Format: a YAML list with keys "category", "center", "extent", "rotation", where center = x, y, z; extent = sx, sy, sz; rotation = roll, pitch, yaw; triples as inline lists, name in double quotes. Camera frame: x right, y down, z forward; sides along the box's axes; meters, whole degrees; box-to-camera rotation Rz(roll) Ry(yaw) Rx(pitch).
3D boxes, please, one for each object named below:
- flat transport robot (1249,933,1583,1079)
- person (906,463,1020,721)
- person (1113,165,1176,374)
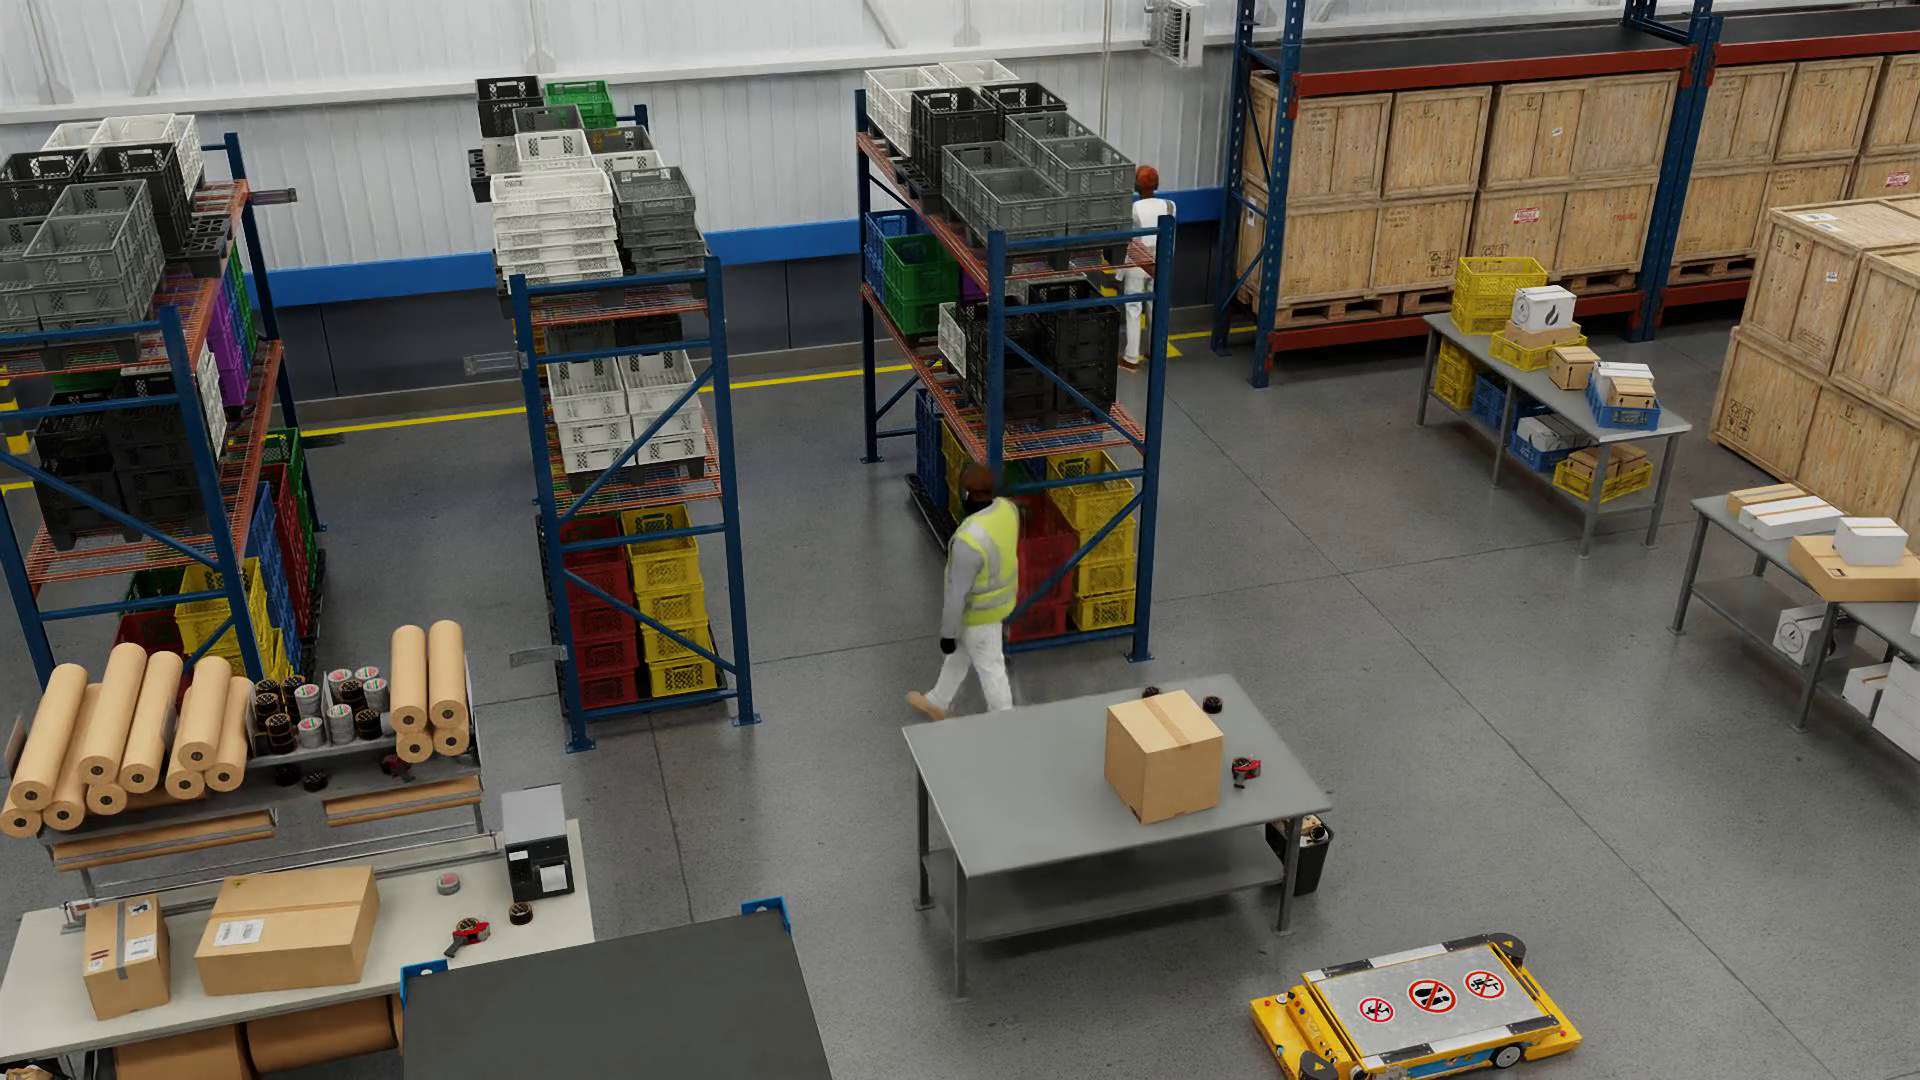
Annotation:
- category: "flat transport robot"
  center: [2.184, 2.282, 7.980]
  extent: [1.431, 0.197, 0.652]
  rotation: [-8, 30, -14]
- category: "person"
  center: [-0.007, 0.385, 9.866]
  extent: [0.886, 1.782, 0.684]
  rotation: [12, 31, 21]
- category: "person"
  center: [1.639, -2.411, 14.856]
  extent: [0.585, 1.882, 0.337]
  rotation: [-13, 31, -22]
